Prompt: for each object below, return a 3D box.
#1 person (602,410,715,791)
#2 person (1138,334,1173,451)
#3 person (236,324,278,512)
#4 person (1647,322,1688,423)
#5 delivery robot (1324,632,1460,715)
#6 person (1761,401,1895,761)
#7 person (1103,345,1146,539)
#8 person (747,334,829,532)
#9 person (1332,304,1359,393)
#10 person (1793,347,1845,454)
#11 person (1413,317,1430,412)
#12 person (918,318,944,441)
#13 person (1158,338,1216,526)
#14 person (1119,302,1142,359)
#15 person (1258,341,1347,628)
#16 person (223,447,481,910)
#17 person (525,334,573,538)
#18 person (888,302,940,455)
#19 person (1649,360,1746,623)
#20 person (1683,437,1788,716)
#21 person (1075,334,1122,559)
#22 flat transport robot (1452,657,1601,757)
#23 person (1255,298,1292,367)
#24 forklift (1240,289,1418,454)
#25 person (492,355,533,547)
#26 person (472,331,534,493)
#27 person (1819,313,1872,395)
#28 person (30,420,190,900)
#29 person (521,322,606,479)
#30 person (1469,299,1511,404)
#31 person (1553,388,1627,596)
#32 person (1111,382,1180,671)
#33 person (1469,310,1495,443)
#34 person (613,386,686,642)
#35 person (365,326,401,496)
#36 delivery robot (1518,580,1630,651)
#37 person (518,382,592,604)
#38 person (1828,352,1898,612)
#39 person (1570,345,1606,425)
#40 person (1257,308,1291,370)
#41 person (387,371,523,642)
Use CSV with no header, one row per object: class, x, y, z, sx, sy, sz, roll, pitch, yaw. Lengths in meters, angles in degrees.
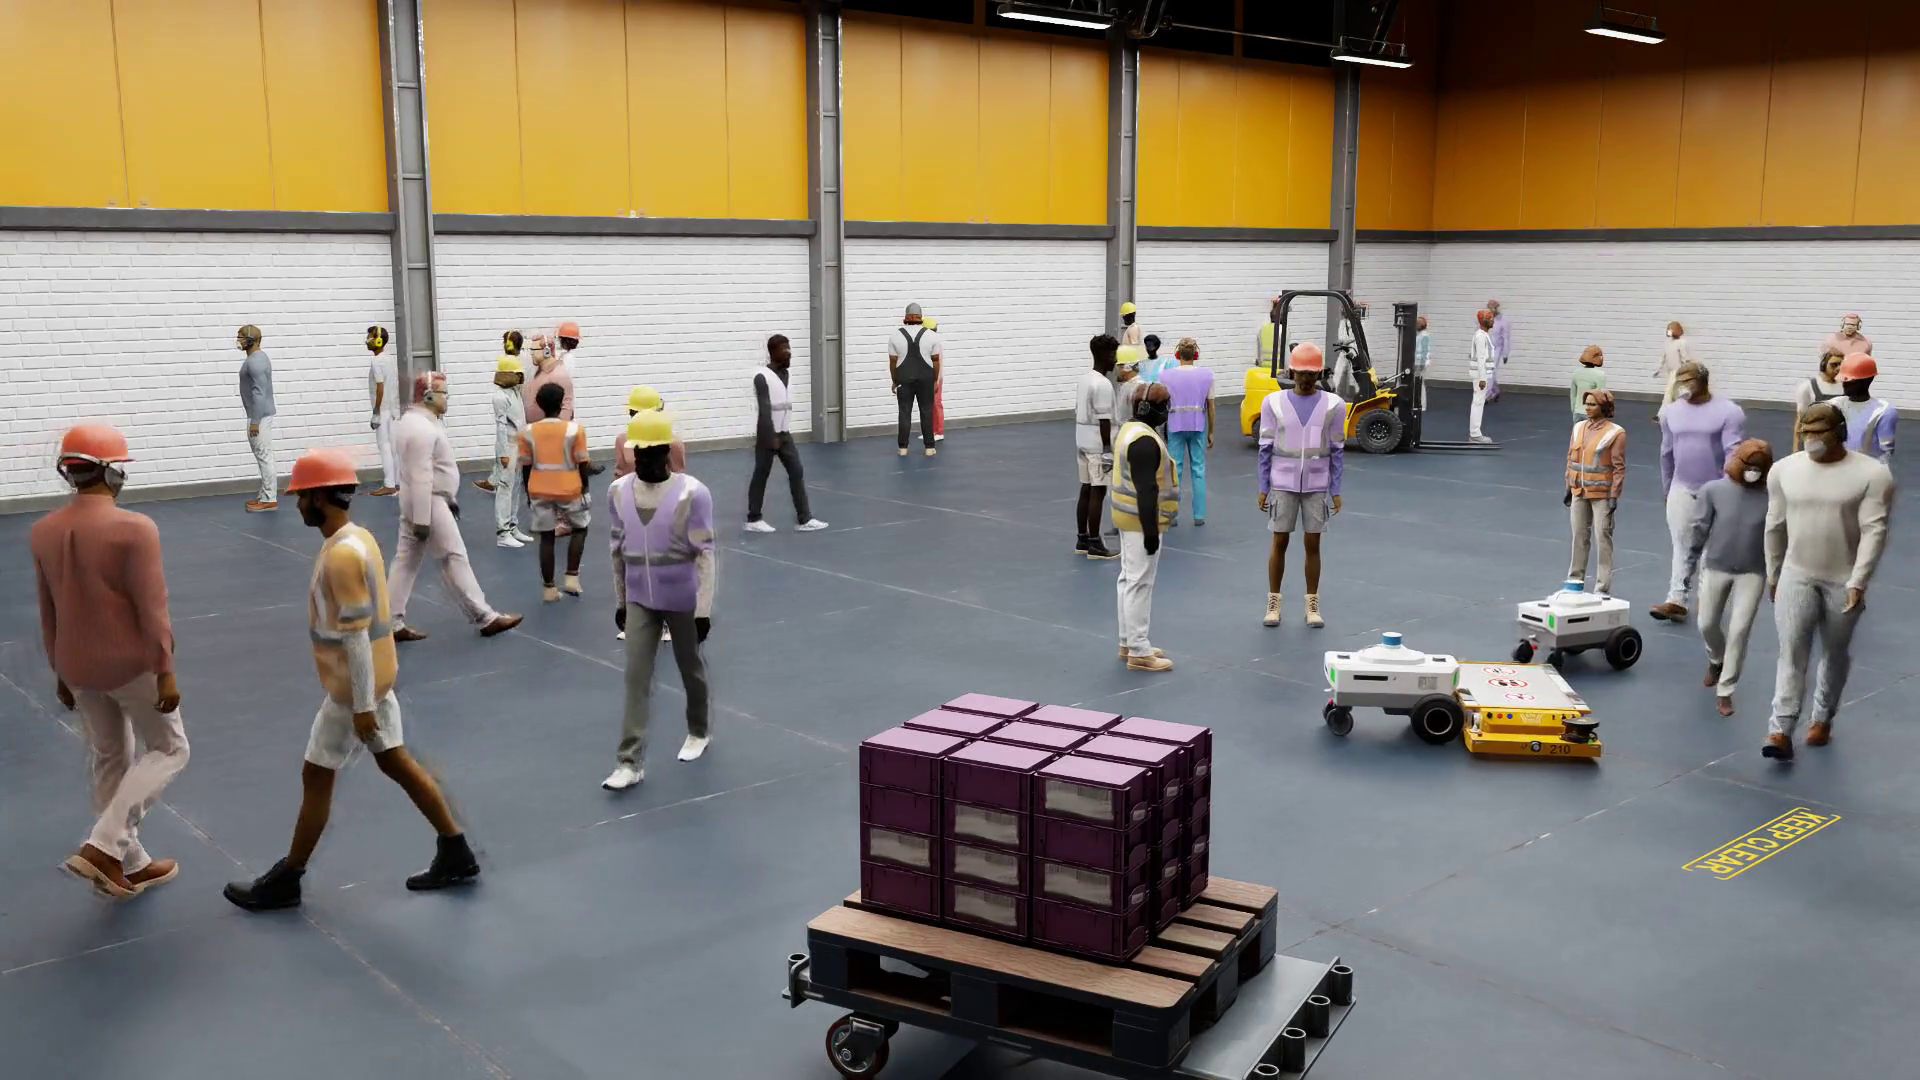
person,-1.518,0.278,8.396,0.604,1.871,0.980,3,10,15
person,2.470,-1.786,21.092,0.532,1.668,0.804,4,11,24
person,-7.277,-1.260,17.218,0.373,1.940,0.628,-4,10,-21
person,11.155,-2.625,26.192,0.803,1.598,0.513,-1,10,-8
delivery robot,2.377,0.754,9.194,0.707,0.478,0.477,1,10,8
person,4.471,0.222,8.694,0.621,1.875,1.020,8,12,38
person,1.516,-0.905,15.495,0.566,1.807,0.600,1,10,6
person,-1.673,-0.992,15.770,0.904,1.886,0.586,5,11,27
person,6.715,-3.246,29.106,0.987,1.839,0.597,-4,10,-21
person,7.947,-0.872,15.306,0.526,1.820,0.832,1,10,3
person,7.777,-2.973,28.179,0.348,1.612,0.601,-1,10,-7
person,-0.413,-2.291,23.785,0.337,1.759,0.525,-4,10,-20
person,2.204,-1.044,16.221,0.567,1.847,0.389,0,10,-1
person,2.648,-2.726,25.862,0.381,1.917,0.584,1,10,6
person,2.420,-0.388,11.816,0.607,2.040,0.378,1,10,7
person,-2.465,0.559,6.767,1.007,1.880,0.572,-2,10,-14
person,-3.882,-0.975,15.641,0.407,1.906,0.654,-6,12,-33
person,-0.602,-2.139,22.063,0.681,2.000,0.538,0,10,1
person,5.311,-0.348,12.040,0.622,1.873,0.931,8,12,38
person,4.528,0.185,9.695,0.534,1.612,0.558,6,11,30
person,1.203,-0.819,14.553,0.367,1.963,0.609,-2,10,-14
flat transport robot,3.100,0.916,9.350,0.652,0.197,1.431,1,10,8
person,5.045,-2.946,26.975,0.395,1.996,0.773,9,13,42
forklift,5.034,-2.339,22.783,2.313,2.155,1.214,3,10,16
person,-4.082,-0.815,15.178,0.315,1.742,0.492,1,10,3
person,-4.889,-1.383,18.305,1.012,1.807,0.504,3,10,17
person,11.485,-1.988,21.587,0.638,1.904,0.402,1,10,7
person,-3.444,0.511,6.709,0.627,1.981,0.513,3,10,18
person,-4.730,-1.616,19.539,1.071,1.870,0.553,-6,12,-33
person,9.544,-3.381,29.827,0.911,1.876,0.637,-8,12,-38
person,4.832,-0.340,12.698,0.311,1.642,0.514,-5,11,-27
person,1.188,-0.093,10.681,0.430,1.840,0.623,0,10,-1
person,7.377,-2.305,23.492,0.347,1.884,0.584,3,10,16
person,-2.126,-0.177,11.390,0.525,1.765,0.329,3,10,15
person,-6.378,-1.418,18.336,0.315,1.871,0.532,0,10,0
delivery robot,3.939,0.500,10.681,0.707,0.478,0.477,-4,11,-24
person,-3.065,-0.356,12.653,0.558,1.684,0.426,1,10,3
person,6.596,-0.422,12.337,0.375,1.930,0.542,-7,12,-35
person,7.171,-1.407,18.969,0.281,1.633,0.500,-5,11,-25
person,4.888,-2.672,25.780,0.430,1.841,0.624,-7,12,-36
person,-3.553,-0.225,11.379,0.969,1.854,0.655,-5,11,-27
